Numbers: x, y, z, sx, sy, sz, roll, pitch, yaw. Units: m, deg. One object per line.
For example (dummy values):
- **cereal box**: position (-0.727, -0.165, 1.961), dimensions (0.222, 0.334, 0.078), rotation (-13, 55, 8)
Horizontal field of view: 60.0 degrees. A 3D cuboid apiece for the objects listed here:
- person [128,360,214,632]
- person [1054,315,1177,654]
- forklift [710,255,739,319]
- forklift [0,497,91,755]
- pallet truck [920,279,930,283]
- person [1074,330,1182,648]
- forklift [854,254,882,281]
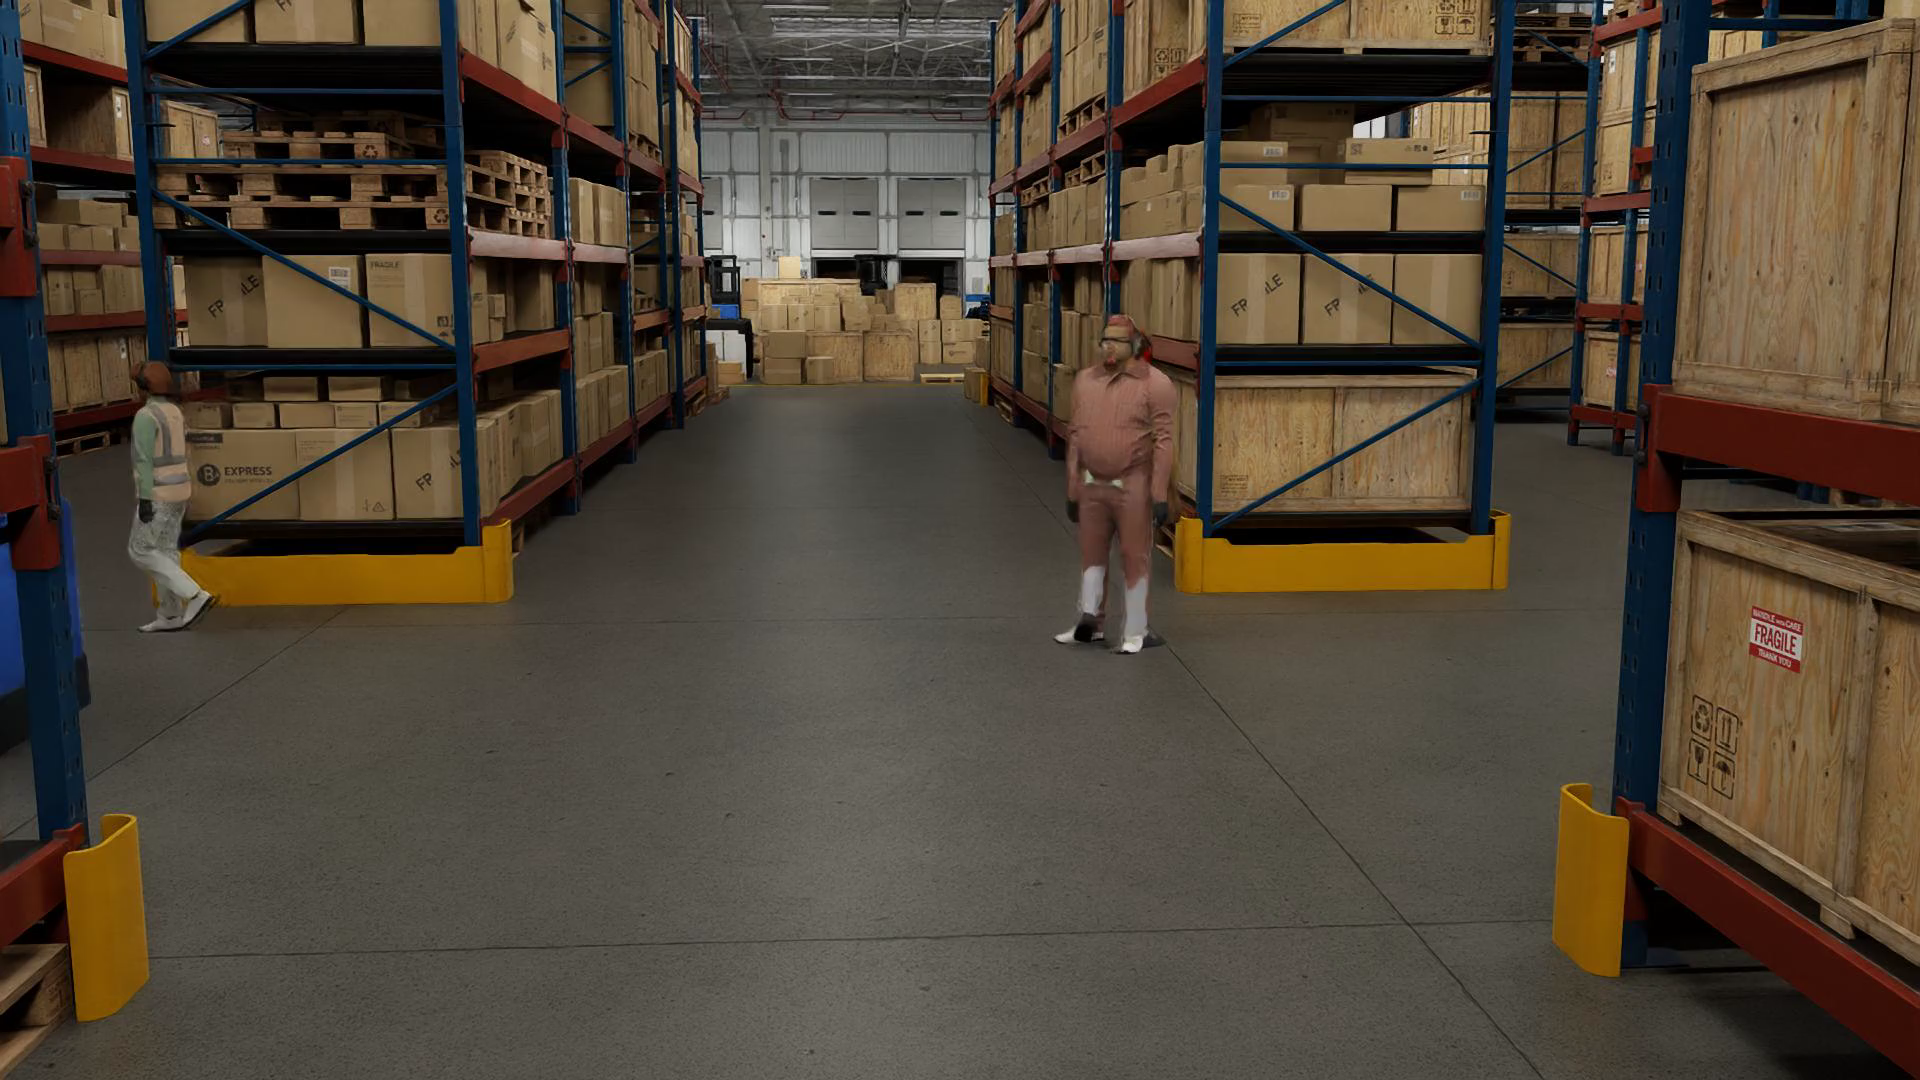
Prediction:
- **person**: position (-4.691, -0.247, 9.806), dimensions (0.406, 1.621, 0.529), rotation (-1, 9, -5)
- **person**: position (0.855, -0.306, 9.365), dimensions (0.723, 1.899, 0.405), rotation (6, 11, 34)
- **forklift**: position (-8.368, -8.713, 59.038), dimensions (1.129, 2.768, 1.873), rotation (-1, 9, -4)
- **forklift**: position (-5.057, -0.464, 7.242), dimensions (1.873, 2.768, 1.129), rotation (-1, 9, -4)
- **pallet truck**: position (-0.932, -8.922, 63.114), dimensions (1.885, 1.965, 0.823), rotation (2, 9, 13)
- **person**: position (0.914, -0.279, 9.391), dimensions (0.674, 1.829, 0.533), rotation (6, 11, 33)
- **forklift**: position (-3.133, -8.342, 56.712), dimensions (1.129, 2.768, 1.873), rotation (-6, 11, -32)
